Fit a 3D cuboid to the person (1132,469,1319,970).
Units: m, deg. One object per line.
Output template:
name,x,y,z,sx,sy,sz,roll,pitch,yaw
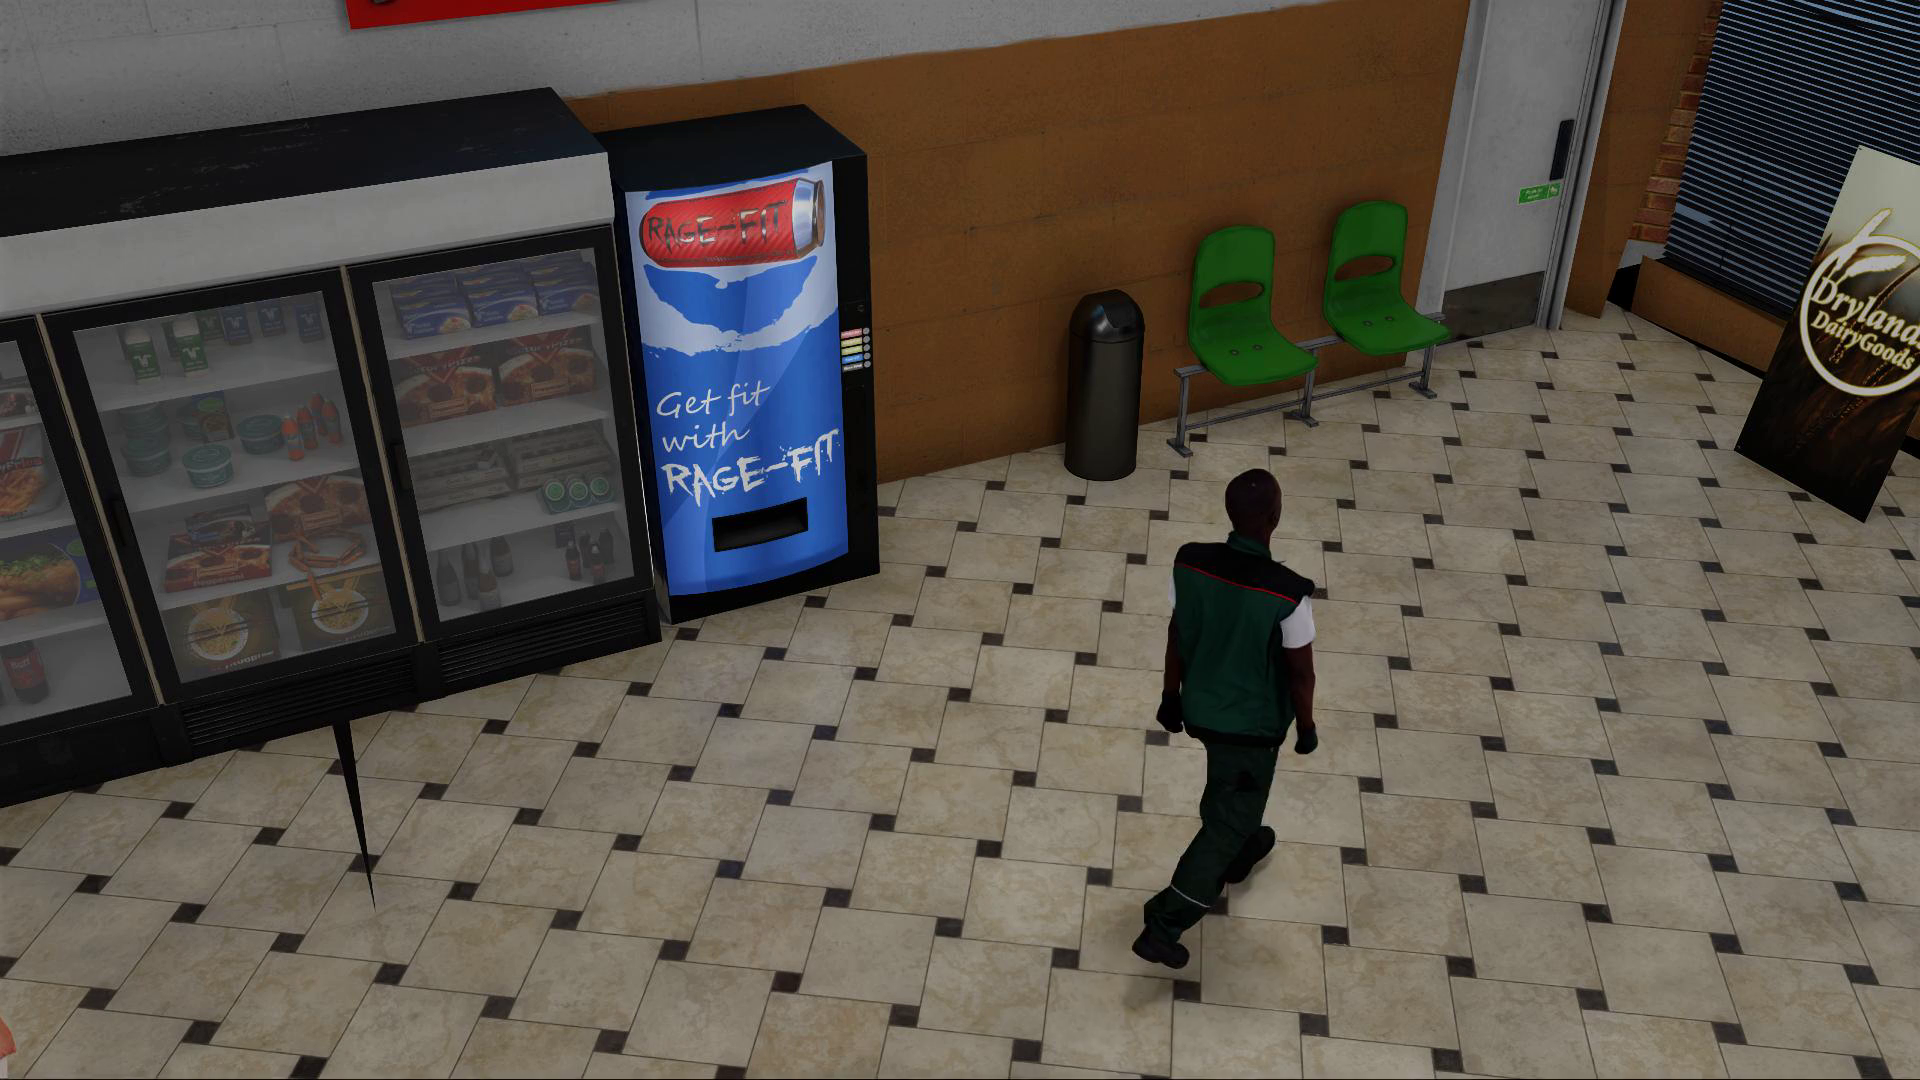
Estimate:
person,0.880,0.643,5.566,1.013,1.805,1.215,-27,41,-36
